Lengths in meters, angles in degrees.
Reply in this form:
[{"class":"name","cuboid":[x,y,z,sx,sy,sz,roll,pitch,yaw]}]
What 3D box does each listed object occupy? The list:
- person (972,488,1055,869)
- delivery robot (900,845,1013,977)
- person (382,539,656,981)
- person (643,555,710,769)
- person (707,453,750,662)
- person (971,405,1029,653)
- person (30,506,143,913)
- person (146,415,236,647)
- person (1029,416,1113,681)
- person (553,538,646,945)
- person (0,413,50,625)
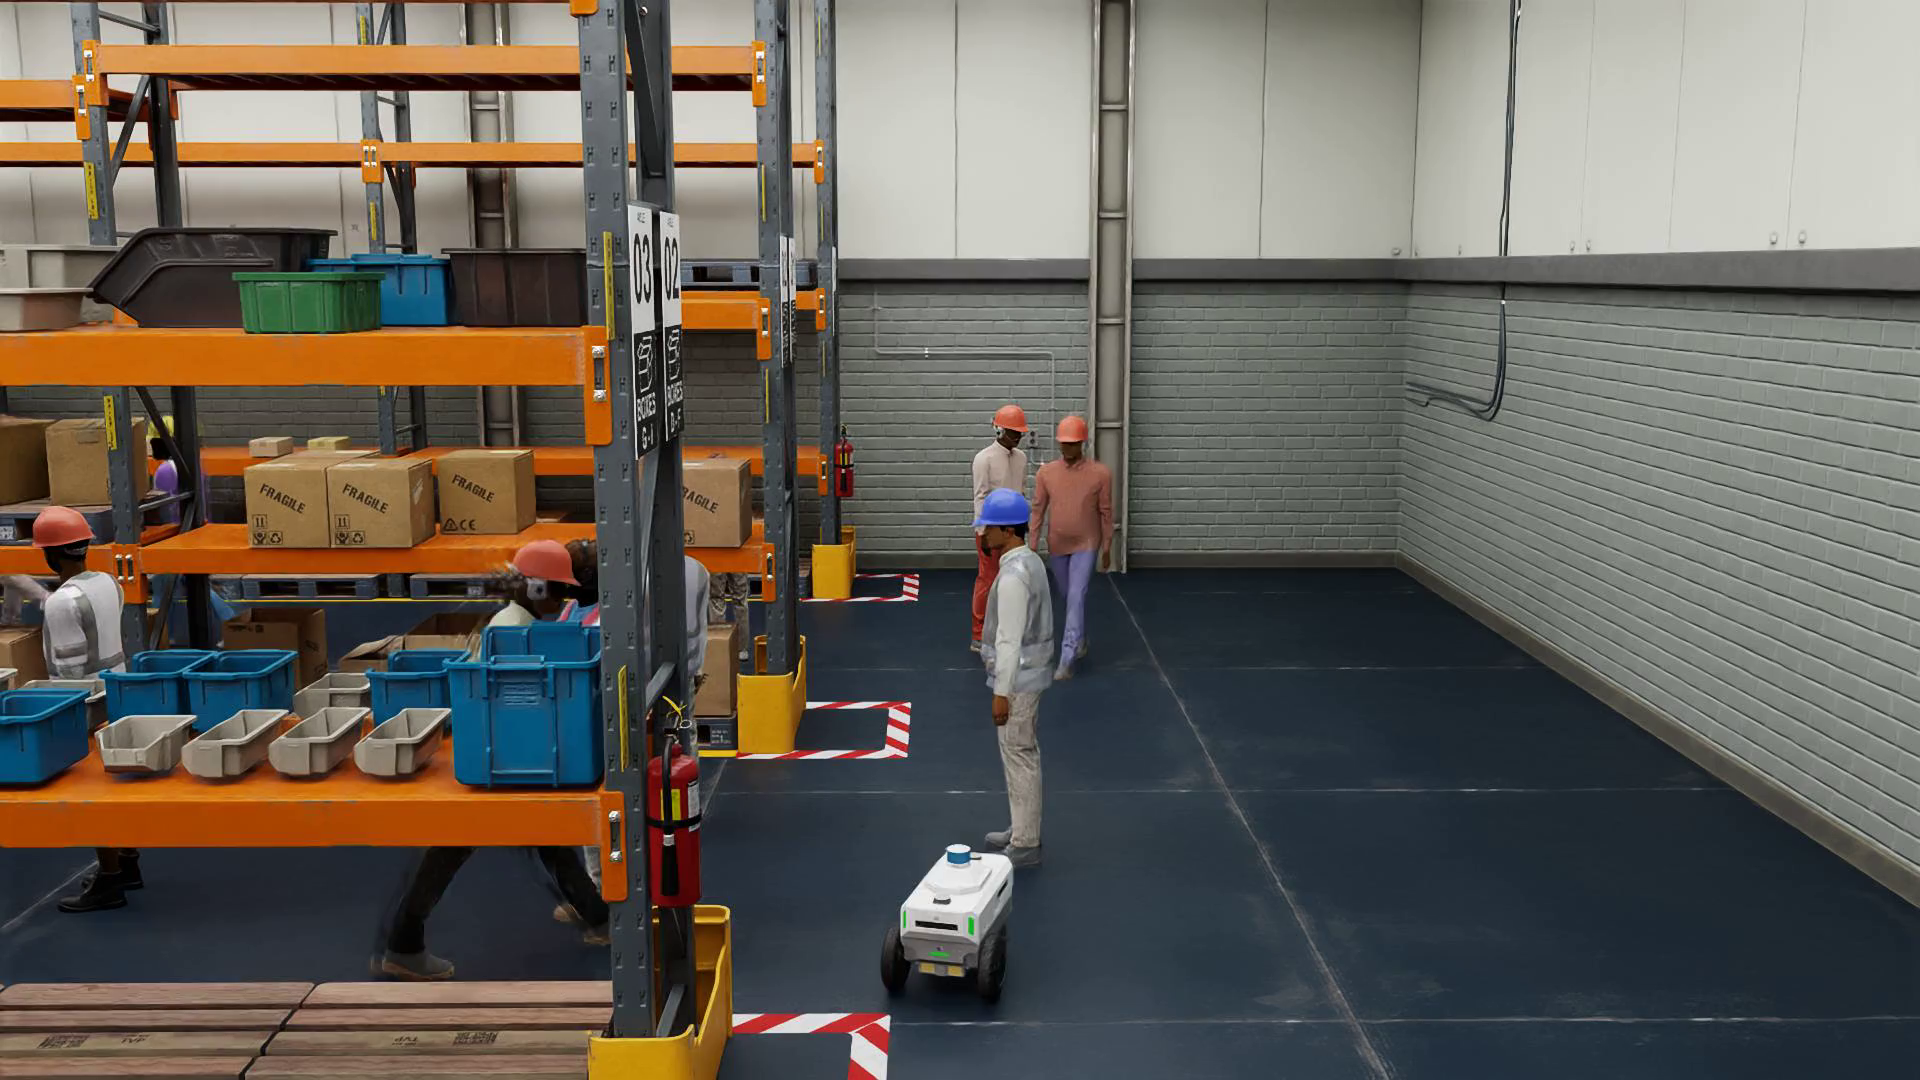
[{"class":"person","cuboid":[0.270,0.700,8.467,0.424,1.938,0.609,2,9,10]},{"class":"delivery robot","cuboid":[-0.005,1.554,7.151,0.477,0.478,0.707,3,10,15]},{"class":"person","cuboid":[-1.959,0.941,7.198,1.199,1.882,0.635,-2,9,-12]},{"class":"person","cuboid":[-1.599,0.689,8.880,0.403,1.826,0.596,8,12,39]},{"class":"person","cuboid":[-1.811,0.152,12.722,0.510,1.640,0.308,-9,13,-43]},{"class":"person","cuboid":[0.346,-0.079,13.126,0.434,1.977,0.600,8,12,41]},{"class":"person","cuboid":[-4.149,0.796,7.872,0.376,1.933,0.545,0,9,-3]},{"class":"person","cuboid":[-6.187,-0.057,13.247,0.935,1.883,0.598,-1,9,-9]},{"class":"person","cuboid":[0.857,0.018,12.636,0.616,1.954,1.035,3,10,20]},{"class":"person","cuboid":[-1.647,0.897,7.542,0.430,1.840,0.625,-6,11,-34]},{"class":"person","cuboid":[-7.676,-0.102,13.570,0.817,1.880,0.652,1,9,7]}]
